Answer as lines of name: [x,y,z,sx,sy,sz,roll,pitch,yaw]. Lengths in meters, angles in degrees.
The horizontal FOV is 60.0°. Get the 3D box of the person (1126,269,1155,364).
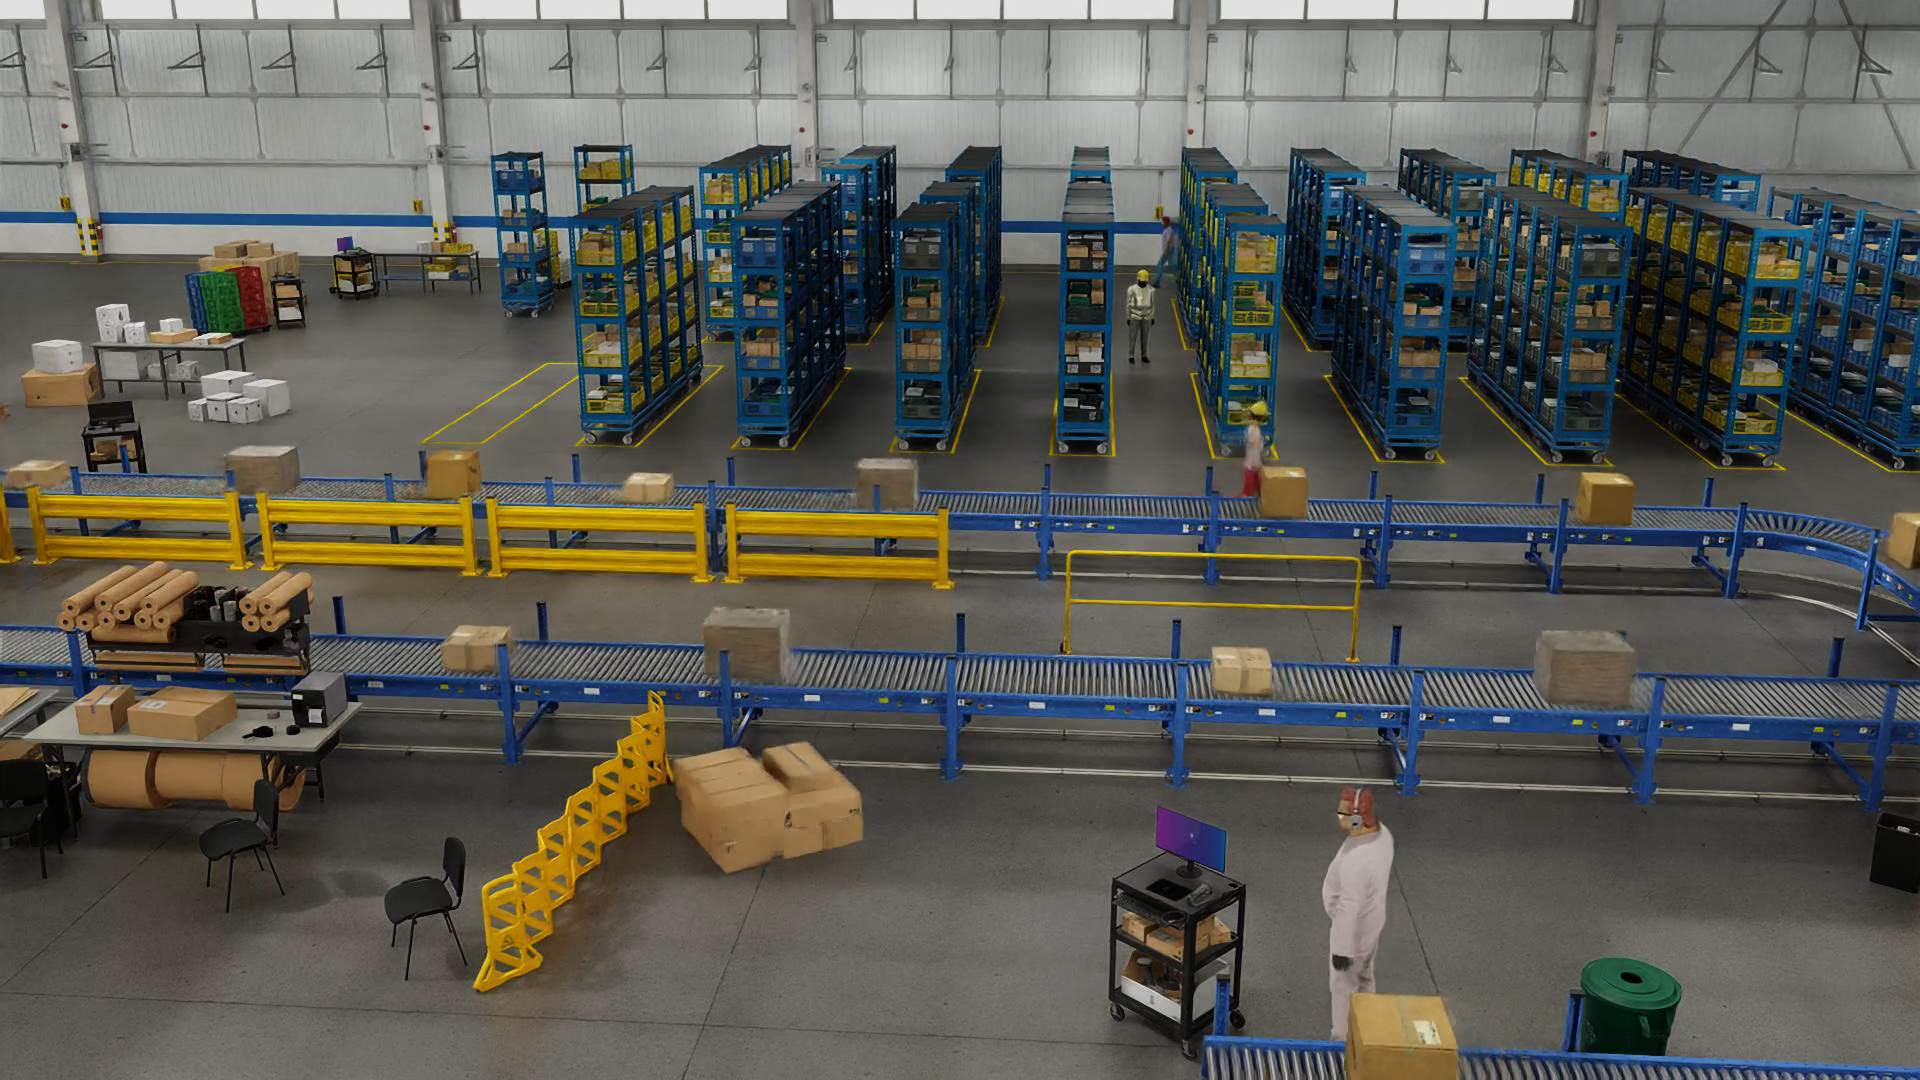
person: [3.519,-4.355,32.380,0.586,1.834,0.403,-4,18,-13]

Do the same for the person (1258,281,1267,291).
person: [6.455,-5.575,36.011,0.409,1.987,0.607,-3,18,-9]

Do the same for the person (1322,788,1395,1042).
person: [2.504,2.466,10.638,0.400,1.902,0.653,11,21,31]

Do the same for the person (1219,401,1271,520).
person: [3.770,-0.970,21.787,0.746,1.738,0.524,3,18,8]

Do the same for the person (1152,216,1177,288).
person: [5.208,-7.122,41.216,0.934,1.808,0.580,-1,18,-3]
